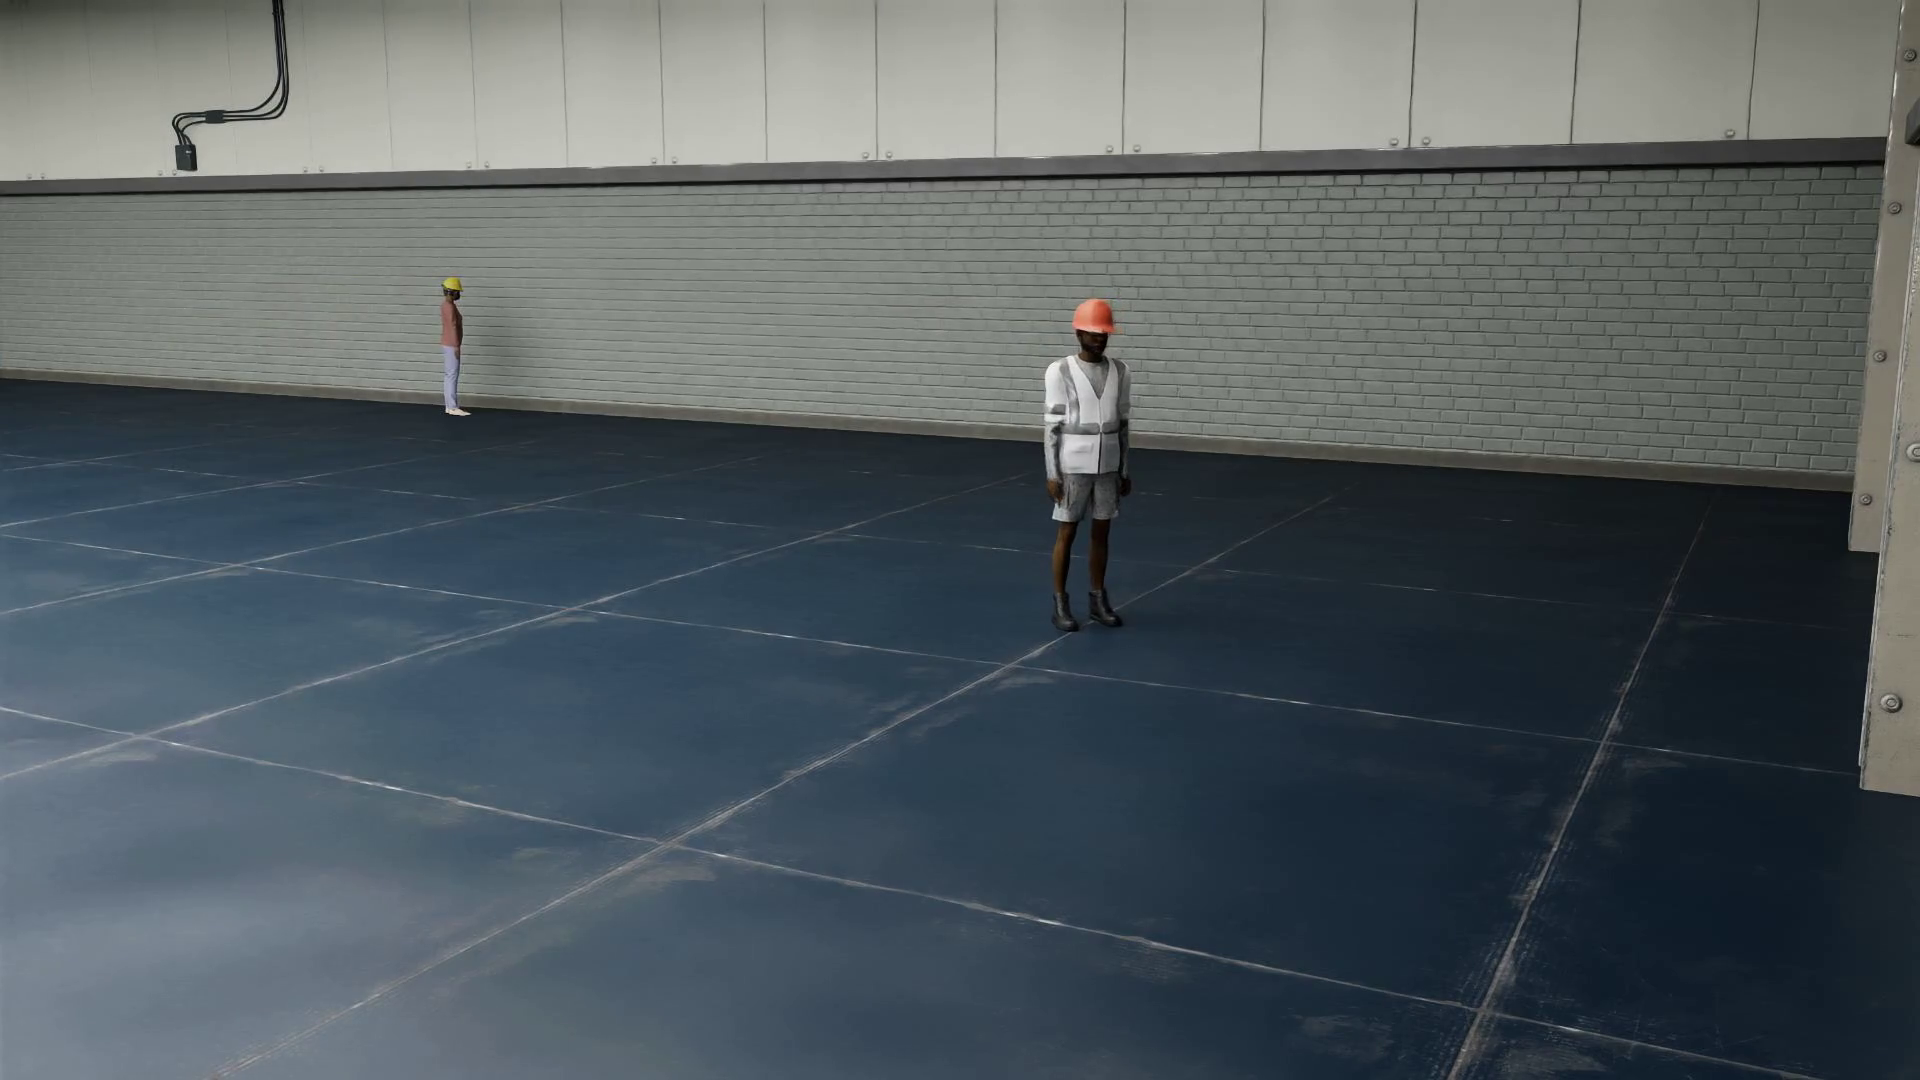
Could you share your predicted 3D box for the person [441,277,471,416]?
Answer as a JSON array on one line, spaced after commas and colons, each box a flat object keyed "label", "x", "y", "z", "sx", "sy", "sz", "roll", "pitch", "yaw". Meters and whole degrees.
[{"label": "person", "x": -6.469, "y": -2.469, "z": 21.266, "sx": 0.316, "sy": 1.765, "sz": 0.523, "roll": -5, "pitch": 11, "yaw": -25}]

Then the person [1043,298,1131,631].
[{"label": "person", "x": 0.759, "y": -0.432, "z": 9.689, "sx": 0.551, "sy": 1.933, "sz": 0.377, "roll": -4, "pitch": 11, "yaw": -22}]
